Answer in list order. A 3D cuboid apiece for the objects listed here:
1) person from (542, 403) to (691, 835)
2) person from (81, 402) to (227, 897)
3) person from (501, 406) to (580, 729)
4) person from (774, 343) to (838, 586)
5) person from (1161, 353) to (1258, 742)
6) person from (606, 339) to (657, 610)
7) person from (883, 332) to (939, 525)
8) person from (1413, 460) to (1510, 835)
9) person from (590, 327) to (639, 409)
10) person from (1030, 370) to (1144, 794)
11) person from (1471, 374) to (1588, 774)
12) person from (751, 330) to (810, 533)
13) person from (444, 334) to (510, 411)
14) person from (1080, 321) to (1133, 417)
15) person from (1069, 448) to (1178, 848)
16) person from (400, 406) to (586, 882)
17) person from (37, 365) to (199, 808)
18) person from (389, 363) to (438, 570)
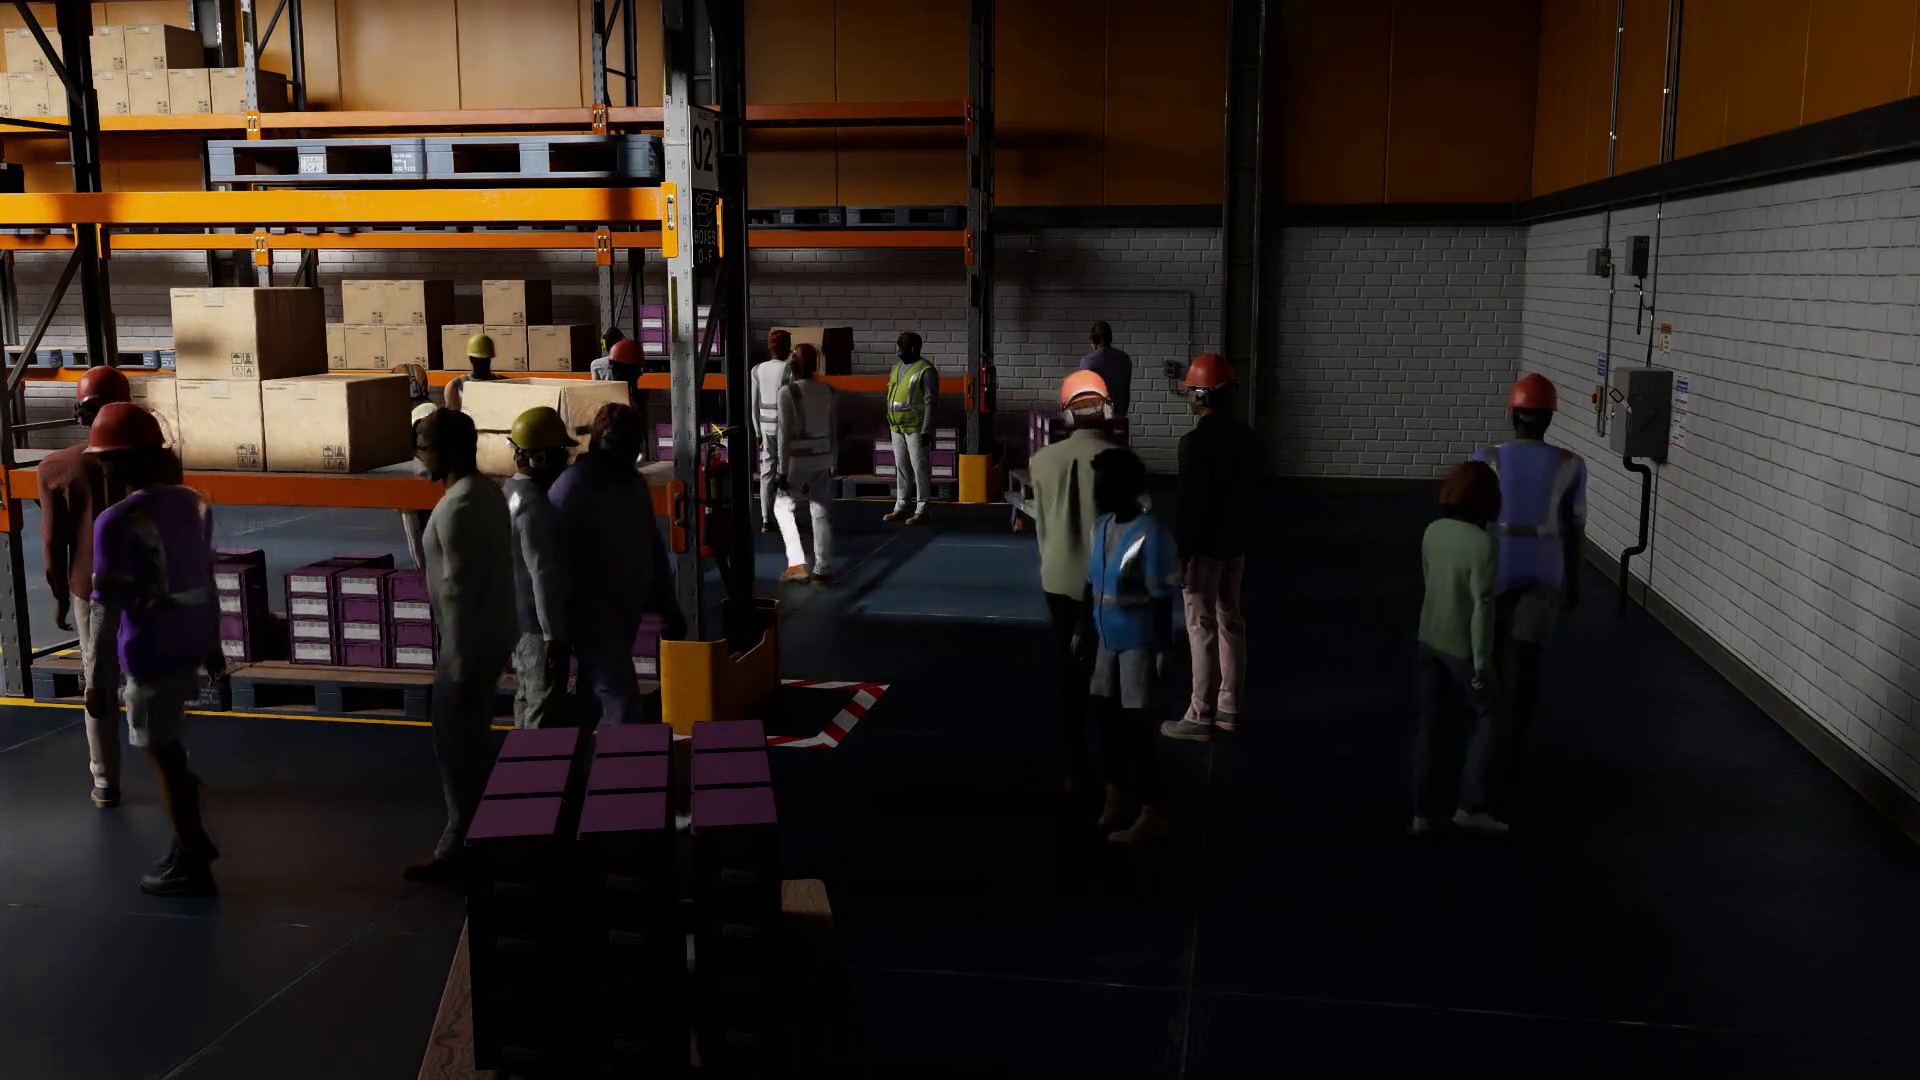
[{"bbox_3d":[-1.526,0.326,7.290,0.933,1.856,0.658,3,10,19],"label":"person"},{"bbox_3d":[-3.103,0.435,6.352,0.490,1.918,0.587,2,9,9],"label":"person"},{"bbox_3d":[-1.808,0.332,7.266,0.404,1.832,0.598,-4,10,-24],"label":"person"},{"bbox_3d":[-1.197,-0.574,12.785,0.603,1.862,0.565,-9,13,-43],"label":"person"},{"bbox_3d":[1.288,0.040,8.580,0.380,1.994,0.611,8,12,40],"label":"person"},{"bbox_3d":[-2.385,-0.465,11.911,0.365,1.932,0.543,-3,10,-18],"label":"person"},{"bbox_3d":[-0.481,-1.066,15.915,0.429,1.844,0.626,-8,12,-41],"label":"person"},{"bbox_3d":[2.175,0.465,7.093,0.505,1.614,0.521,-3,10,-20],"label":"person"},{"bbox_3d":[-3.490,-1.219,16.827,0.502,1.861,0.328,-5,11,-30],"label":"person"},{"bbox_3d":[0.608,0.196,7.738,0.645,1.951,0.529,6,11,34],"label":"person"},{"bbox_3d":[2.759,0.144,8.175,0.582,1.907,0.788,3,10,17],"label":"person"},{"bbox_3d":[-1.649,-0.992,15.330,0.581,1.882,0.351,5,10,28],"label":"person"},{"bbox_3d":[-3.832,-0.698,13.412,0.580,1.919,0.396,-6,11,-32],"label":"person"},{"bbox_3d":[1.407,-1.181,16.343,0.627,1.935,0.371,-7,11,-36],"label":"person"},{"bbox_3d":[0.728,0.444,7.109,0.350,1.671,0.563,-5,10,-27],"label":"person"},{"bbox_3d":[-1.821,0.429,6.473,0.733,1.908,0.634,-1,9,-6],"label":"person"},{"bbox_3d":[-3.779,0.212,7.510,0.608,1.995,0.378,-4,10,-22],"label":"person"},{"bbox_3d":[-3.462,-0.213,10.654,0.428,1.836,0.626,-4,10,-23],"label":"person"}]
